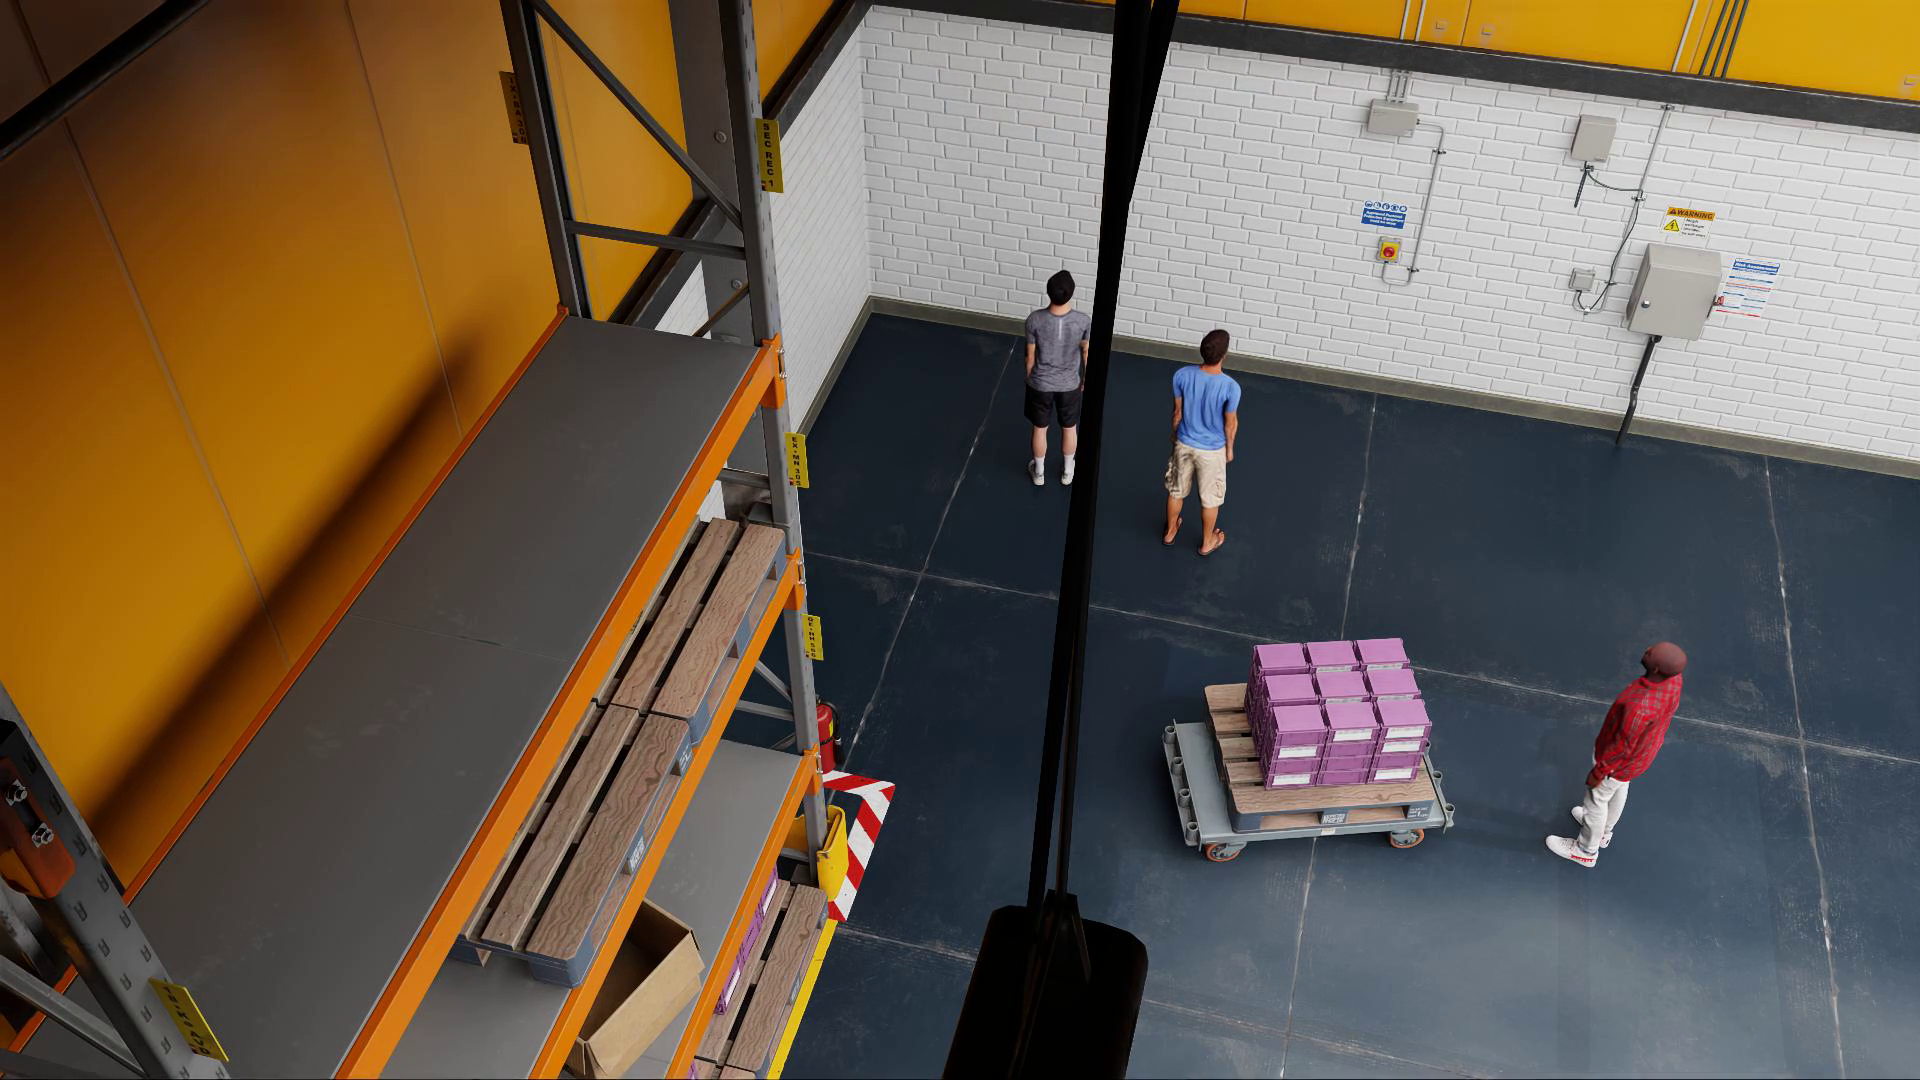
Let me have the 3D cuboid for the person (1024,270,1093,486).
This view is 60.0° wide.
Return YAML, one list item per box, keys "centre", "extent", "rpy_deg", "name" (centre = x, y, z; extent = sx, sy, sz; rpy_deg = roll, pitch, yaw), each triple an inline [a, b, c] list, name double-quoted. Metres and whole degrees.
- centre: [0.696, -1.165, 12.145]
  extent: [0.713, 1.871, 0.643]
  rpy_deg: [0, 44, 0]
  name: "person"

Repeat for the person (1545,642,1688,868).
- centre: [3.871, 1.225, 9.672]
  extent: [0.705, 1.820, 0.819]
  rpy_deg: [-33, 53, -30]
  name: "person"

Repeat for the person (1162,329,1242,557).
- centre: [1.684, -0.680, 11.642]
  extent: [0.686, 1.862, 0.611]
  rpy_deg: [18, 47, 18]
  name: "person"
